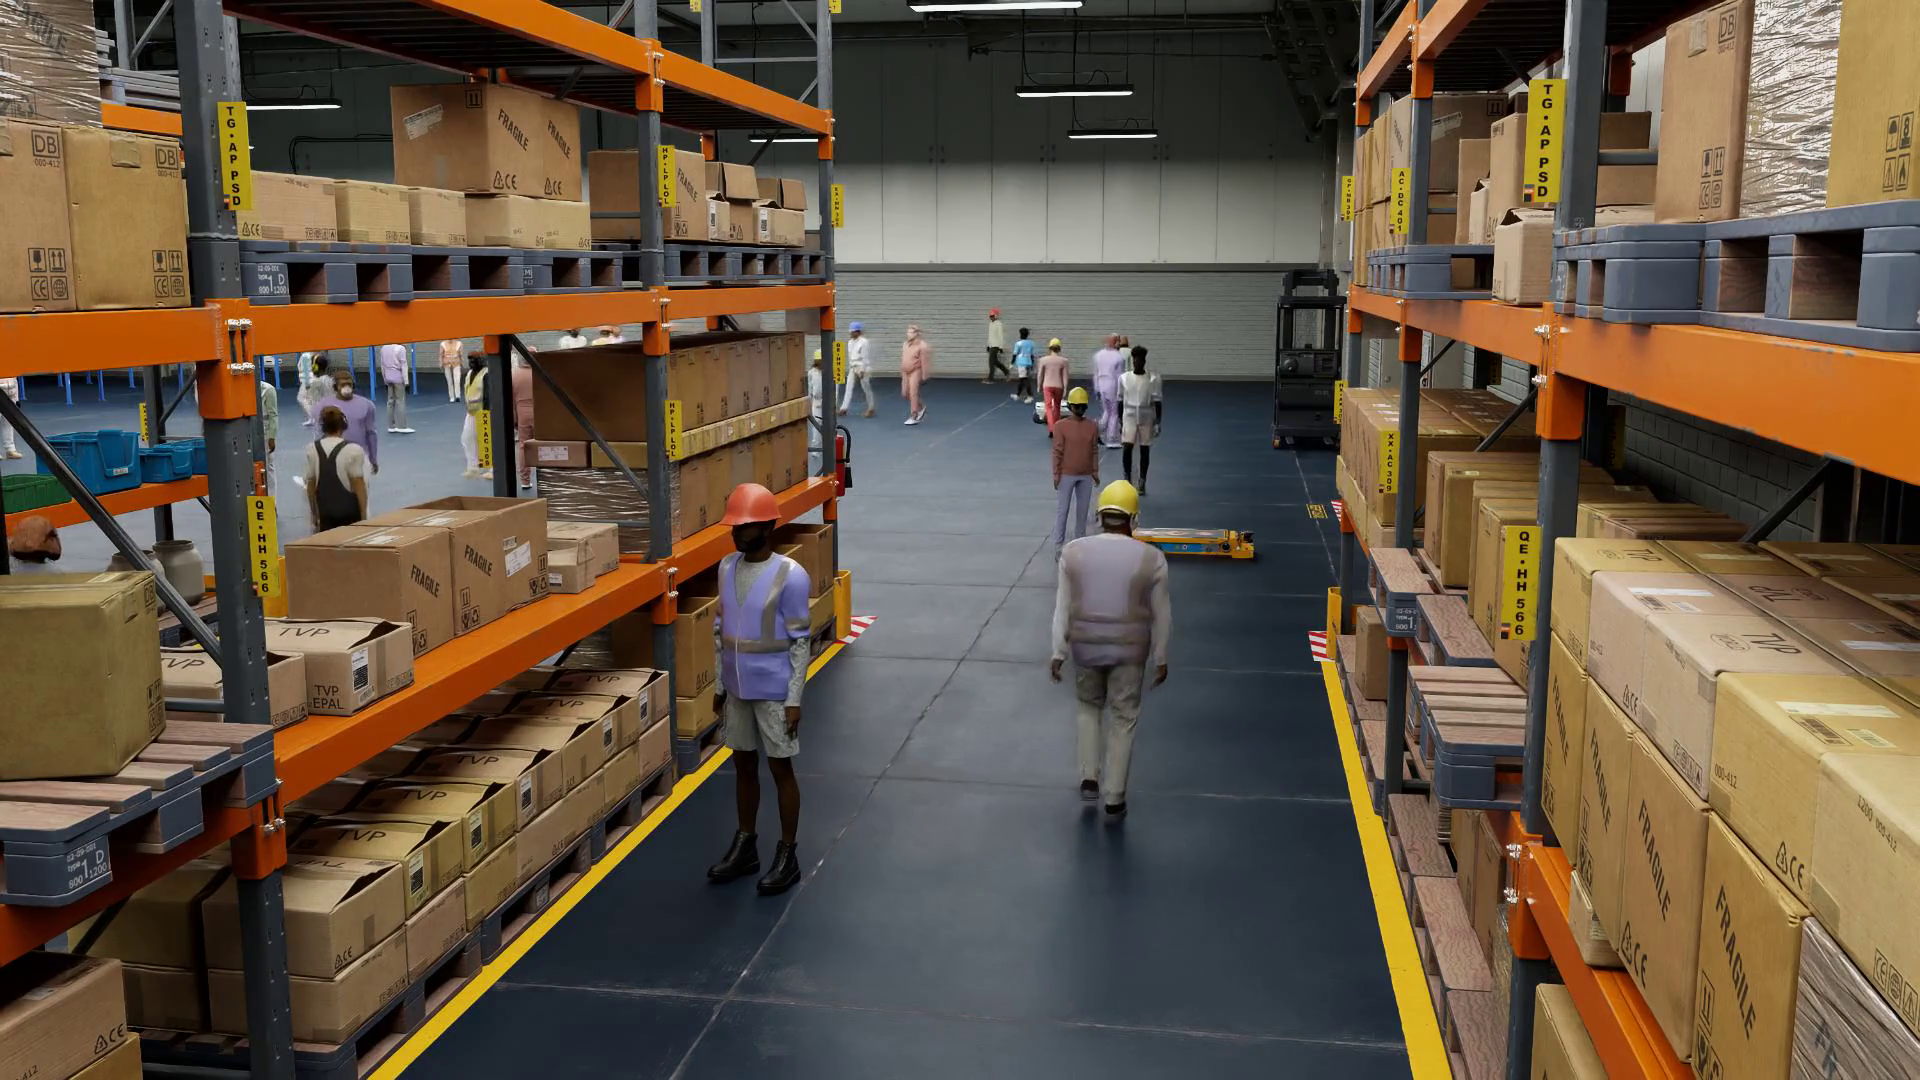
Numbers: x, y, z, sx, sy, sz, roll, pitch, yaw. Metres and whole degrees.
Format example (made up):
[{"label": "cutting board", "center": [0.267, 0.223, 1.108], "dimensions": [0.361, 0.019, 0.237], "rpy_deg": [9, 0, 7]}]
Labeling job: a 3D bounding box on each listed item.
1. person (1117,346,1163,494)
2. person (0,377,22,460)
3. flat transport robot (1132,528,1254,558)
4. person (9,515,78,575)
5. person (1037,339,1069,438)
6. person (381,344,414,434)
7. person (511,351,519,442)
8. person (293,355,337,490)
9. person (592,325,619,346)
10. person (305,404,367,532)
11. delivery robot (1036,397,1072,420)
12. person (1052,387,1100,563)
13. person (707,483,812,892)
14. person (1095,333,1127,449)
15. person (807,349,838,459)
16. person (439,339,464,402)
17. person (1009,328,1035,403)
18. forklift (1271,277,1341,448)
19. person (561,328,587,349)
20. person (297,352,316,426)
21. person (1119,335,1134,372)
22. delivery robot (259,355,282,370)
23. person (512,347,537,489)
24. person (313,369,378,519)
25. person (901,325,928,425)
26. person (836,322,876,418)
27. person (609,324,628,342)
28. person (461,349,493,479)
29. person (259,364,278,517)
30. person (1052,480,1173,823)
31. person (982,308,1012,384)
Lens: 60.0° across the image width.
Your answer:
[{"label": "person", "center": [2.322, -1.541, 21.600], "dimensions": [0.617, 1.938, 0.735], "rpy_deg": [2, 9, 11]}, {"label": "person", "center": [-14.905, -2.175, 25.847], "dimensions": [0.430, 1.844, 0.624], "rpy_deg": [5, 10, 26]}, {"label": "flat transport robot", "center": [2.319, 0.022, 17.257], "dimensions": [1.431, 0.197, 0.652], "rpy_deg": [1, 9, 9]}, {"label": "person", "center": [-4.959, 0.675, 8.989], "dimensions": [0.508, 1.605, 0.551], "rpy_deg": [-1, 9, -9]}, {"label": "person", "center": [1.652, -2.690, 29.368], "dimensions": [0.531, 1.728, 0.873], "rpy_deg": [-1, 9, -3]}, {"label": "person", "center": [-10.154, -2.890, 29.997], "dimensions": [0.593, 1.922, 0.387], "rpy_deg": [5, 10, 28]}, {"label": "person", "center": [-7.746, -2.573, 28.235], "dimensions": [0.634, 1.871, 0.969], "rpy_deg": [9, 13, 43]}, {"label": "person", "center": [-8.435, -1.544, 22.052], "dimensions": [1.005, 1.811, 0.520], "rpy_deg": [5, 10, 27]}, {"label": "person", "center": [-6.978, -3.362, 32.913], "dimensions": [0.559, 1.915, 0.490], "rpy_deg": [0, 9, 1]}, {"label": "person", "center": [-5.217, -0.225, 13.916], "dimensions": [0.525, 1.816, 0.805], "rpy_deg": [1, 9, 8]}, {"label": "delivery robot", "center": [1.816, -2.533, 31.854], "dimensions": [0.707, 0.478, 0.477], "rpy_deg": [-5, 10, -26]}, {"label": "person", "center": [1.173, -0.652, 16.680], "dimensions": [0.530, 1.767, 0.328], "rpy_deg": [-4, 10, -24]}, {"label": "person", "center": [-0.961, 0.692, 7.862], "dimensions": [0.542, 1.939, 0.363], "rpy_deg": [6, 11, 33]}, {"label": "person", "center": [2.520, -2.453, 27.382], "dimensions": [0.423, 1.894, 0.672], "rpy_deg": [-8, 12, -41]}, {"label": "person", "center": [-2.151, -2.139, 26.053], "dimensions": [0.499, 1.696, 0.894], "rpy_deg": [1, 9, 6]}, {"label": "person", "center": [-11.251, -3.828, 36.805], "dimensions": [0.529, 1.588, 0.882], "rpy_deg": [-2, 9, -10]}, {"label": "person", "center": [1.380, -3.865, 36.839], "dimensions": [0.541, 1.646, 0.863], "rpy_deg": [-9, 13, -42]}, {"label": "forklift", "center": [5.847, -3.016, 27.970], "dimensions": [1.129, 2.768, 1.873], "rpy_deg": [1, 9, 9]}, {"label": "person", "center": [-7.370, -3.272, 32.093], "dimensions": [0.587, 2.003, 0.618], "rpy_deg": [7, 12, 38]}, {"label": "person", "center": [-12.340, -2.963, 31.345], "dimensions": [0.375, 1.625, 0.546], "rpy_deg": [-4, 10, -21]}, {"label": "person", "center": [3.306, -3.346, 33.728], "dimensions": [0.527, 1.617, 0.362], "rpy_deg": [3, 10, 17]}, {"label": "delivery robot", "center": [-19.795, -5.084, 47.585], "dimensions": [0.707, 0.478, 0.477], "rpy_deg": [1, 9, 9]}, {"label": "person", "center": [-5.707, -1.632, 22.294], "dimensions": [0.641, 1.908, 0.409], "rpy_deg": [1, 9, 8]}, {"label": "person", "center": [-6.509, -0.870, 17.634], "dimensions": [0.639, 1.910, 0.938], "rpy_deg": [-5, 10, -28]}, {"label": "person", "center": [-0.856, -3.156, 31.739], "dimensions": [0.590, 1.890, 0.659], "rpy_deg": [-8, 12, -41]}, {"label": "person", "center": [-2.050, -3.375, 33.087], "dimensions": [0.619, 1.898, 0.997], "rpy_deg": [9, 13, 43]}, {"label": "person", "center": [-7.291, -3.702, 35.404], "dimensions": [0.586, 1.788, 0.984], "rpy_deg": [-7, 12, -37]}, {"label": "person", "center": [-6.759, -1.747, 23.287], "dimensions": [0.638, 1.821, 0.662], "rpy_deg": [7, 12, 39]}, {"label": "person", "center": [-8.348, -1.230, 19.683], "dimensions": [0.604, 1.949, 0.389], "rpy_deg": [3, 10, 16]}, {"label": "person", "center": [0.830, 0.580, 8.932], "dimensions": [0.631, 1.811, 0.549], "rpy_deg": [2, 10, 15]}, {"label": "person", "center": [0.966, -5.052, 43.196], "dimensions": [0.806, 1.969, 0.619], "rpy_deg": [-4, 10, -21]}]
